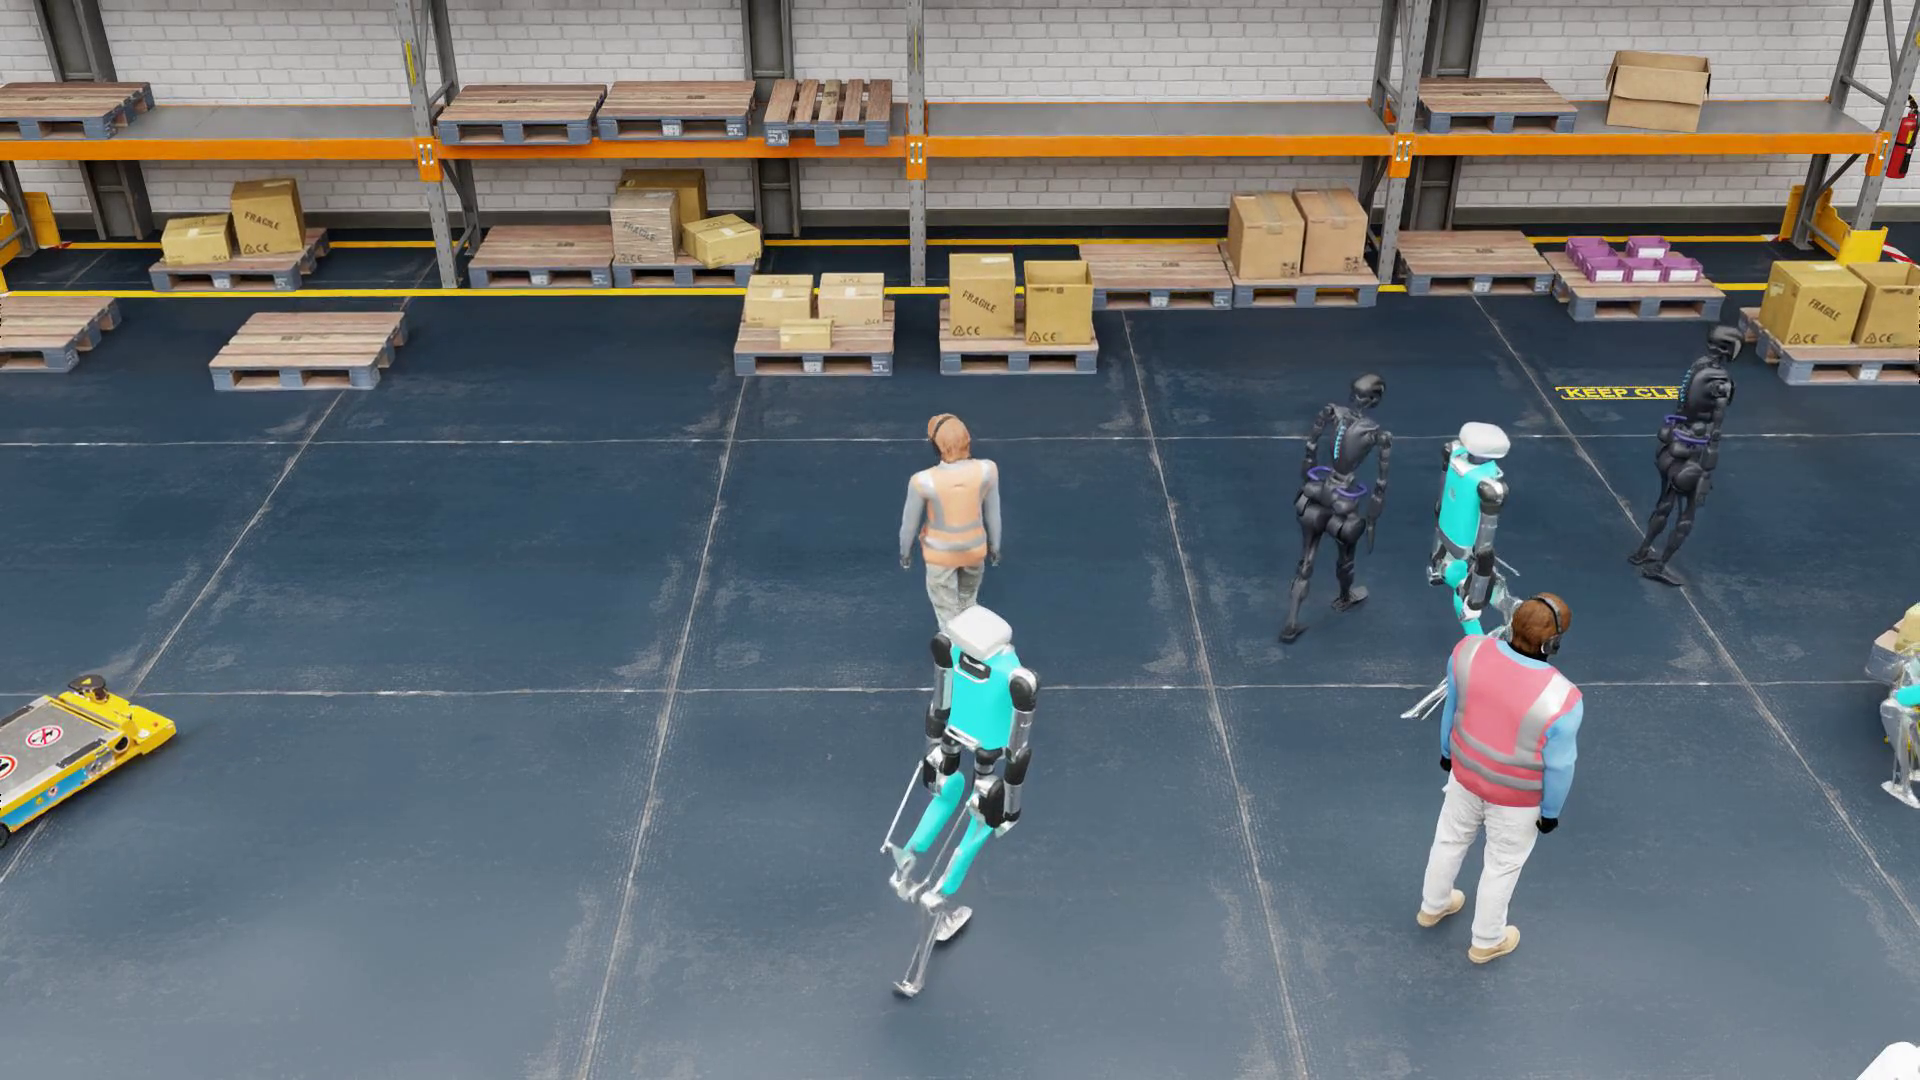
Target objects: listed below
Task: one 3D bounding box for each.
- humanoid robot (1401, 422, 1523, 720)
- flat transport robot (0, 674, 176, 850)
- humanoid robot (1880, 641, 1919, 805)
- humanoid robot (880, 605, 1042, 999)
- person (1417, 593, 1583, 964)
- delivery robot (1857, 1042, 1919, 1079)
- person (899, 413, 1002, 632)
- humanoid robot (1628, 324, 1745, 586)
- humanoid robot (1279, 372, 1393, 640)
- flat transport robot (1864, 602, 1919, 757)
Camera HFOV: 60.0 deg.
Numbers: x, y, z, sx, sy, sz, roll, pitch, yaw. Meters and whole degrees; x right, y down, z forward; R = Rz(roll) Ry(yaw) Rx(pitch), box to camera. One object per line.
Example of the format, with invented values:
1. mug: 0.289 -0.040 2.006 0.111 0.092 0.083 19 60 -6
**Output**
1. humanoid robot: 2.829 0.185 8.784 1.067 1.801 0.546 -7 32 -11
2. flat transport robot: -4.801 1.198 8.417 0.659 0.231 1.431 16 35 25
3. humanoid robot: 4.884 0.507 8.142 0.677 1.785 0.539 24 38 34
4. humanoid robot: -0.099 1.206 7.056 0.562 1.880 0.811 25 39 35
5. person: 2.347 1.022 7.199 0.431 1.835 0.628 -23 38 -33
6. delivery robot: 3.526 2.279 6.345 0.795 0.602 0.499 -23 38 -33
7. person: -0.080 0.027 9.046 0.542 1.610 0.684 -11 33 -17
8. humanoid robot: 4.333 -0.516 9.901 0.310 1.649 0.609 1 31 1
9. humanoid robot: 2.135 -0.220 9.454 0.749 1.626 0.608 -26 39 -36
10. flat transport robot: 5.635 0.904 8.906 1.431 0.231 0.659 -22 38 -32
